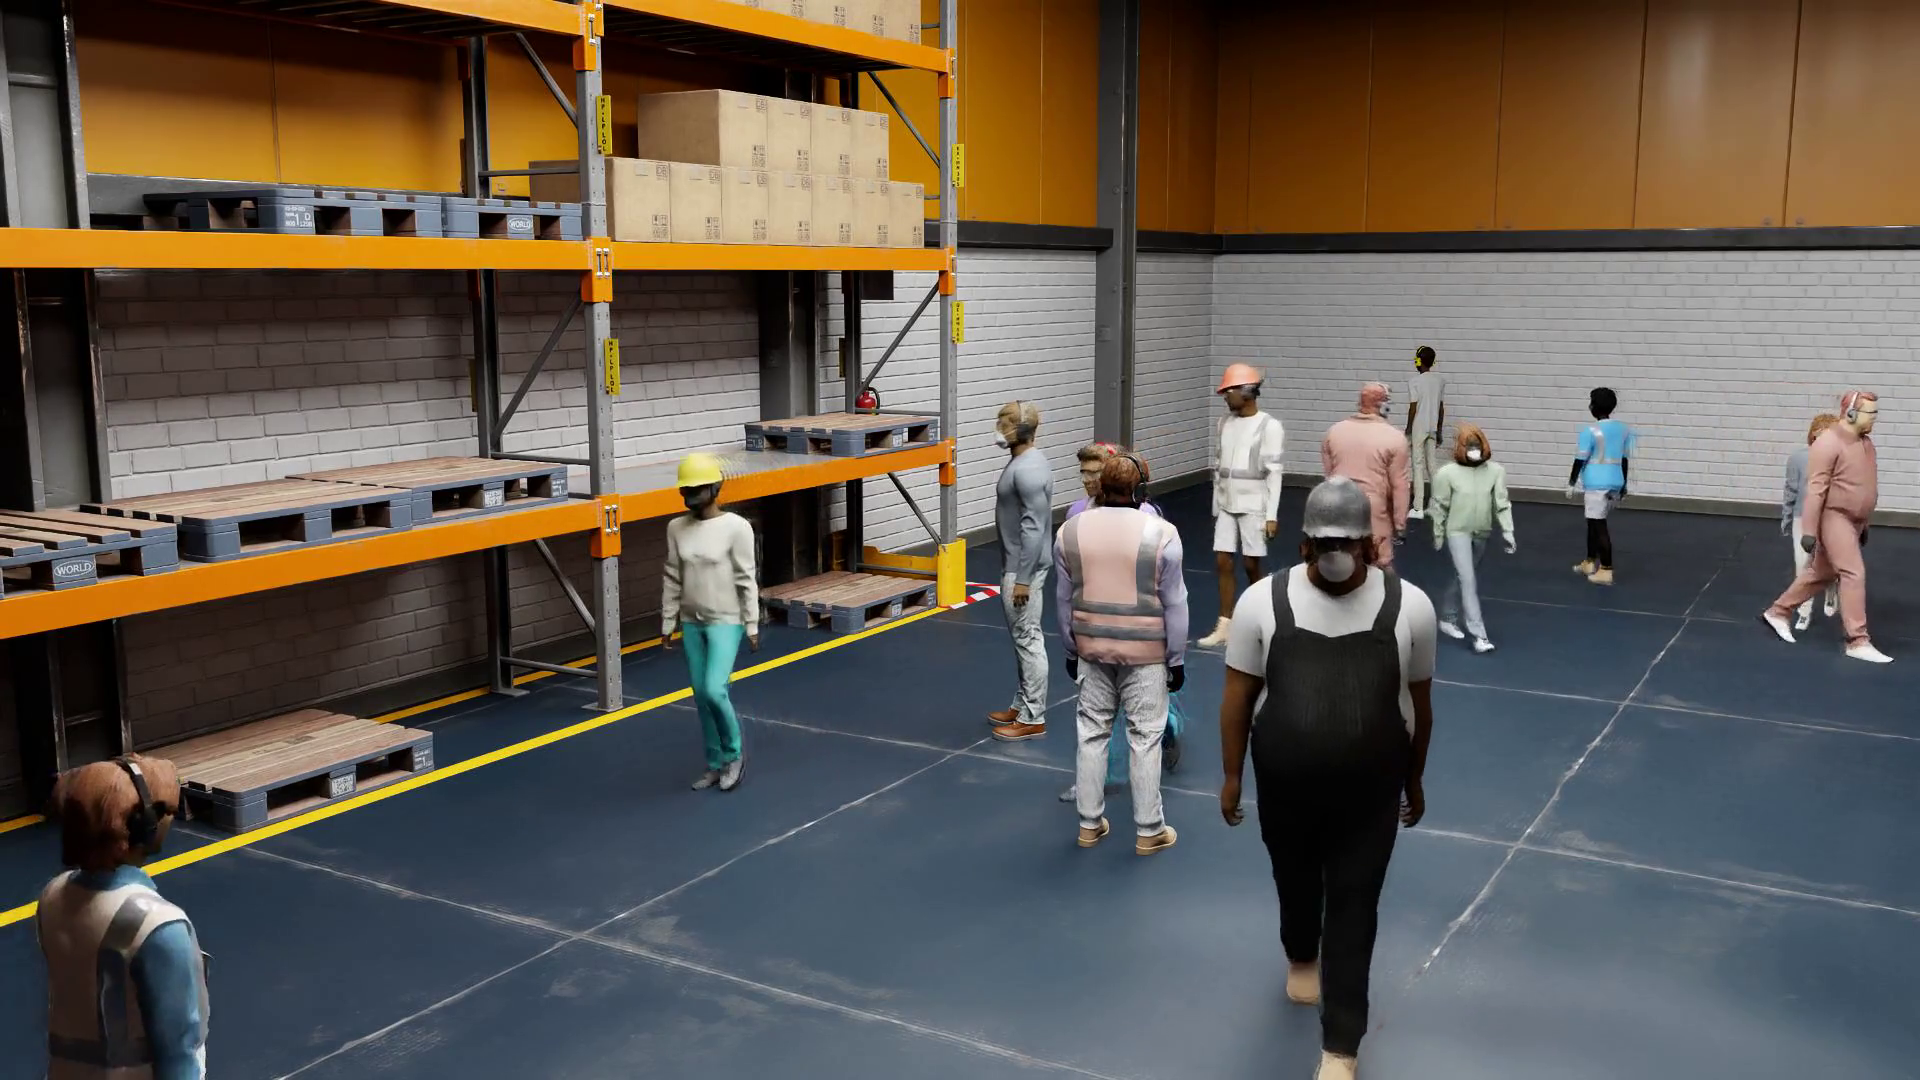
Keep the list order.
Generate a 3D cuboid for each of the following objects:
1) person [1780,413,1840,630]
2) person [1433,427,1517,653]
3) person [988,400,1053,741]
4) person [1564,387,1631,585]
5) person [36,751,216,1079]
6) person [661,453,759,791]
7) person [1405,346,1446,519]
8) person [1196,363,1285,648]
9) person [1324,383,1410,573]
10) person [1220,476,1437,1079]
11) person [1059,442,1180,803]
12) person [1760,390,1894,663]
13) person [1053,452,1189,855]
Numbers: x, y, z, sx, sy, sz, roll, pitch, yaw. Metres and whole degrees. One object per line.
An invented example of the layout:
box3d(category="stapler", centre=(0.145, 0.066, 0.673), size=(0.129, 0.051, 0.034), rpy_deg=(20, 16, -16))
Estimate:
box3d(category="person", centre=(6.426, -0.145, 12.440), size=(0.505, 1.619, 0.478), rpy_deg=(7, 11, 36))
box3d(category="person", centre=(3.627, -0.019, 11.779), size=(0.519, 1.572, 0.906), rpy_deg=(-2, 9, -10))
box3d(category="person", centre=(0.347, 0.170, 9.475), size=(0.357, 1.937, 0.637), rpy_deg=(0, 9, -1))
box3d(category="person", centre=(5.427, -0.474, 14.294), size=(0.552, 1.669, 0.679), rpy_deg=(-5, 10, -29))
box3d(category="person", centre=(-1.781, 1.262, 3.621), size=(0.527, 1.620, 0.367), rpy_deg=(6, 11, 34))
box3d(category="person", centre=(-1.287, 0.427, 8.456), size=(0.543, 1.747, 0.409), rpy_deg=(5, 10, 27))
box3d(category="person", centre=(5.016, -1.164, 18.020), size=(0.528, 1.869, 0.313), rpy_deg=(-4, 10, -26))
box3d(category="person", centre=(2.000, -0.227, 11.741), size=(0.522, 2.034, 0.698), rpy_deg=(-8, 12, -41))
box3d(category="person", centre=(2.850, -0.159, 11.715), size=(0.646, 1.883, 0.439), rpy_deg=(8, 12, 42))
box3d(category="person", centre=(1.250, 0.726, 5.687), size=(0.696, 2.000, 1.010), rpy_deg=(3, 9, 16))
box3d(category="person", centre=(0.827, 0.395, 8.472), size=(0.599, 1.814, 0.794), rpy_deg=(8, 12, 42))
box3d(category="person", centre=(6.097, -0.131, 11.627), size=(0.645, 1.864, 0.955), rpy_deg=(-7, 12, -38))
box3d(category="person", centre=(0.747, 0.518, 7.610), size=(0.627, 1.844, 0.429), rpy_deg=(4, 10, 25))
